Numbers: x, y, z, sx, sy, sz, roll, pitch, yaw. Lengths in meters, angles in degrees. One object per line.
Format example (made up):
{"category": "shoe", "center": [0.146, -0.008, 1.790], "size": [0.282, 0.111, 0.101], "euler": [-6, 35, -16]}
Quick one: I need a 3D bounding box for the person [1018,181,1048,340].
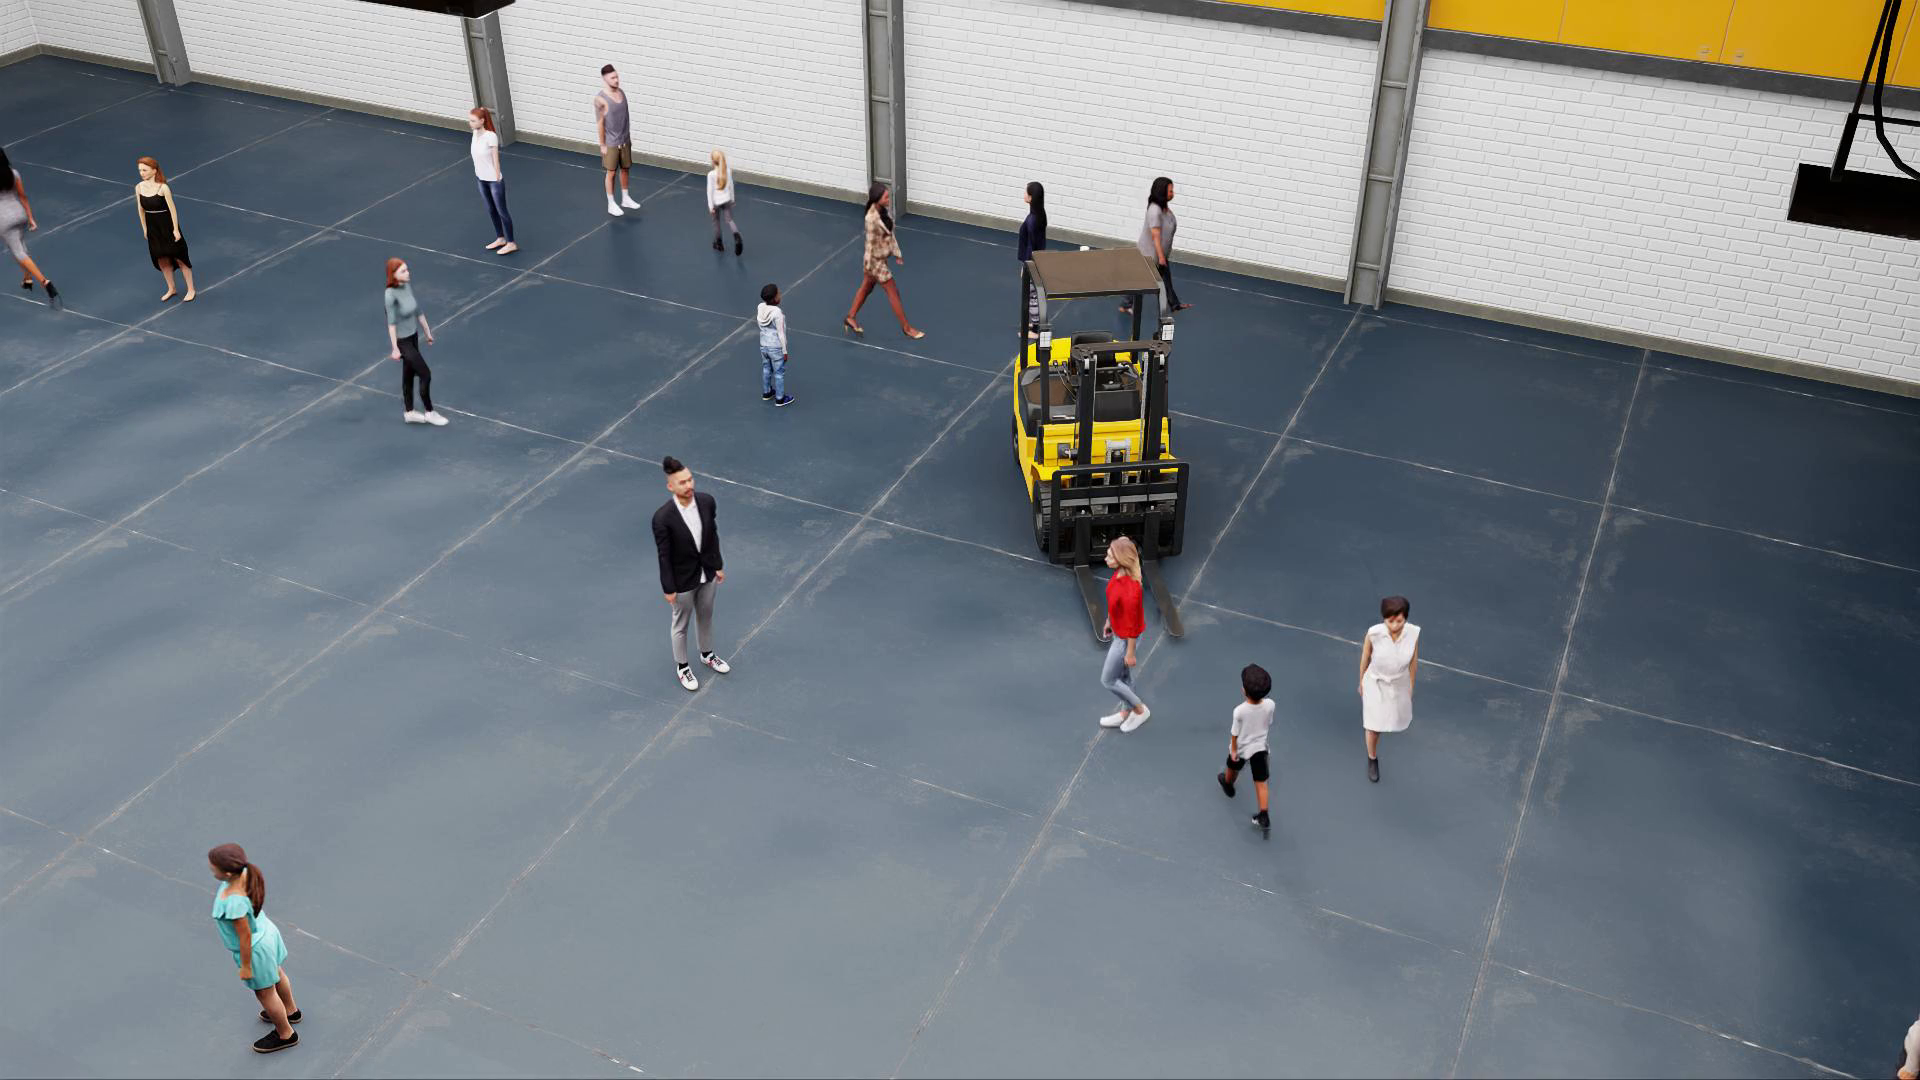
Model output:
{"category": "person", "center": [0.787, -2.948, 17.487], "size": [0.543, 1.734, 0.622], "euler": [10, 35, 15]}

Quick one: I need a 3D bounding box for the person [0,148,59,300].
{"category": "person", "center": [-10.319, -3.424, 18.189], "size": [1.124, 1.749, 0.714], "euler": [21, 39, 28]}

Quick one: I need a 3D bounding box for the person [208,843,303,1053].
{"category": "person", "center": [-4.110, 2.347, 9.680], "size": [0.692, 1.559, 0.650], "euler": [-5, 34, -7]}

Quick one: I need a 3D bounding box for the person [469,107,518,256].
{"category": "person", "center": [-5.441, -4.187, 19.349], "size": [0.521, 1.737, 0.657], "euler": [23, 40, 30]}

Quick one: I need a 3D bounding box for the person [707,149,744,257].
{"category": "person", "center": [-2.750, -3.914, 19.364], "size": [0.716, 1.265, 0.867], "euler": [-22, 39, -29]}

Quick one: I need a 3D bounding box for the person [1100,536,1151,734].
{"category": "person", "center": [1.270, 0.695, 12.043], "size": [0.766, 1.694, 0.740], "euler": [-1, 34, -1]}

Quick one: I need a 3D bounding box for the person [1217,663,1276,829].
{"category": "person", "center": [2.018, 1.412, 11.366], "size": [0.857, 1.248, 0.857], "euler": [-7, 34, -10]}

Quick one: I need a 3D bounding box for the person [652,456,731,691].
{"category": "person", "center": [-2.043, 0.219, 12.534], "size": [0.783, 1.944, 0.741], "euler": [-28, 42, -35]}

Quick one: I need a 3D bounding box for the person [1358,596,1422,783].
{"category": "person", "center": [2.993, 0.983, 11.752], "size": [0.832, 1.535, 0.834], "euler": [-1, 34, -2]}

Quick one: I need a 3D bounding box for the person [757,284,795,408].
{"category": "person", "center": [-1.848, -1.932, 16.388], "size": [0.490, 1.258, 0.586], "euler": [27, 42, 34]}

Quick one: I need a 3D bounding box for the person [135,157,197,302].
{"category": "person", "center": [-8.766, -3.429, 18.310], "size": [0.606, 1.625, 0.703], "euler": [3, 34, 4]}

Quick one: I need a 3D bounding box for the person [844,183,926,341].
{"category": "person", "center": [-0.939, -2.882, 17.397], "size": [1.173, 1.723, 0.720], "euler": [8, 34, 12]}

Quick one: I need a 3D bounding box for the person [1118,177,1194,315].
{"category": "person", "center": [2.012, -3.136, 17.920], "size": [1.095, 1.569, 0.783], "euler": [7, 34, 11]}

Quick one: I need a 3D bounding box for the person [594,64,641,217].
{"category": "person", "center": [-4.178, -4.861, 20.124], "size": [0.637, 1.840, 0.668], "euler": [23, 40, 31]}

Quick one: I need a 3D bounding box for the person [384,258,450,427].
{"category": "person", "center": [-5.355, -1.887, 15.895], "size": [0.786, 1.730, 0.709], "euler": [6, 34, 8]}
